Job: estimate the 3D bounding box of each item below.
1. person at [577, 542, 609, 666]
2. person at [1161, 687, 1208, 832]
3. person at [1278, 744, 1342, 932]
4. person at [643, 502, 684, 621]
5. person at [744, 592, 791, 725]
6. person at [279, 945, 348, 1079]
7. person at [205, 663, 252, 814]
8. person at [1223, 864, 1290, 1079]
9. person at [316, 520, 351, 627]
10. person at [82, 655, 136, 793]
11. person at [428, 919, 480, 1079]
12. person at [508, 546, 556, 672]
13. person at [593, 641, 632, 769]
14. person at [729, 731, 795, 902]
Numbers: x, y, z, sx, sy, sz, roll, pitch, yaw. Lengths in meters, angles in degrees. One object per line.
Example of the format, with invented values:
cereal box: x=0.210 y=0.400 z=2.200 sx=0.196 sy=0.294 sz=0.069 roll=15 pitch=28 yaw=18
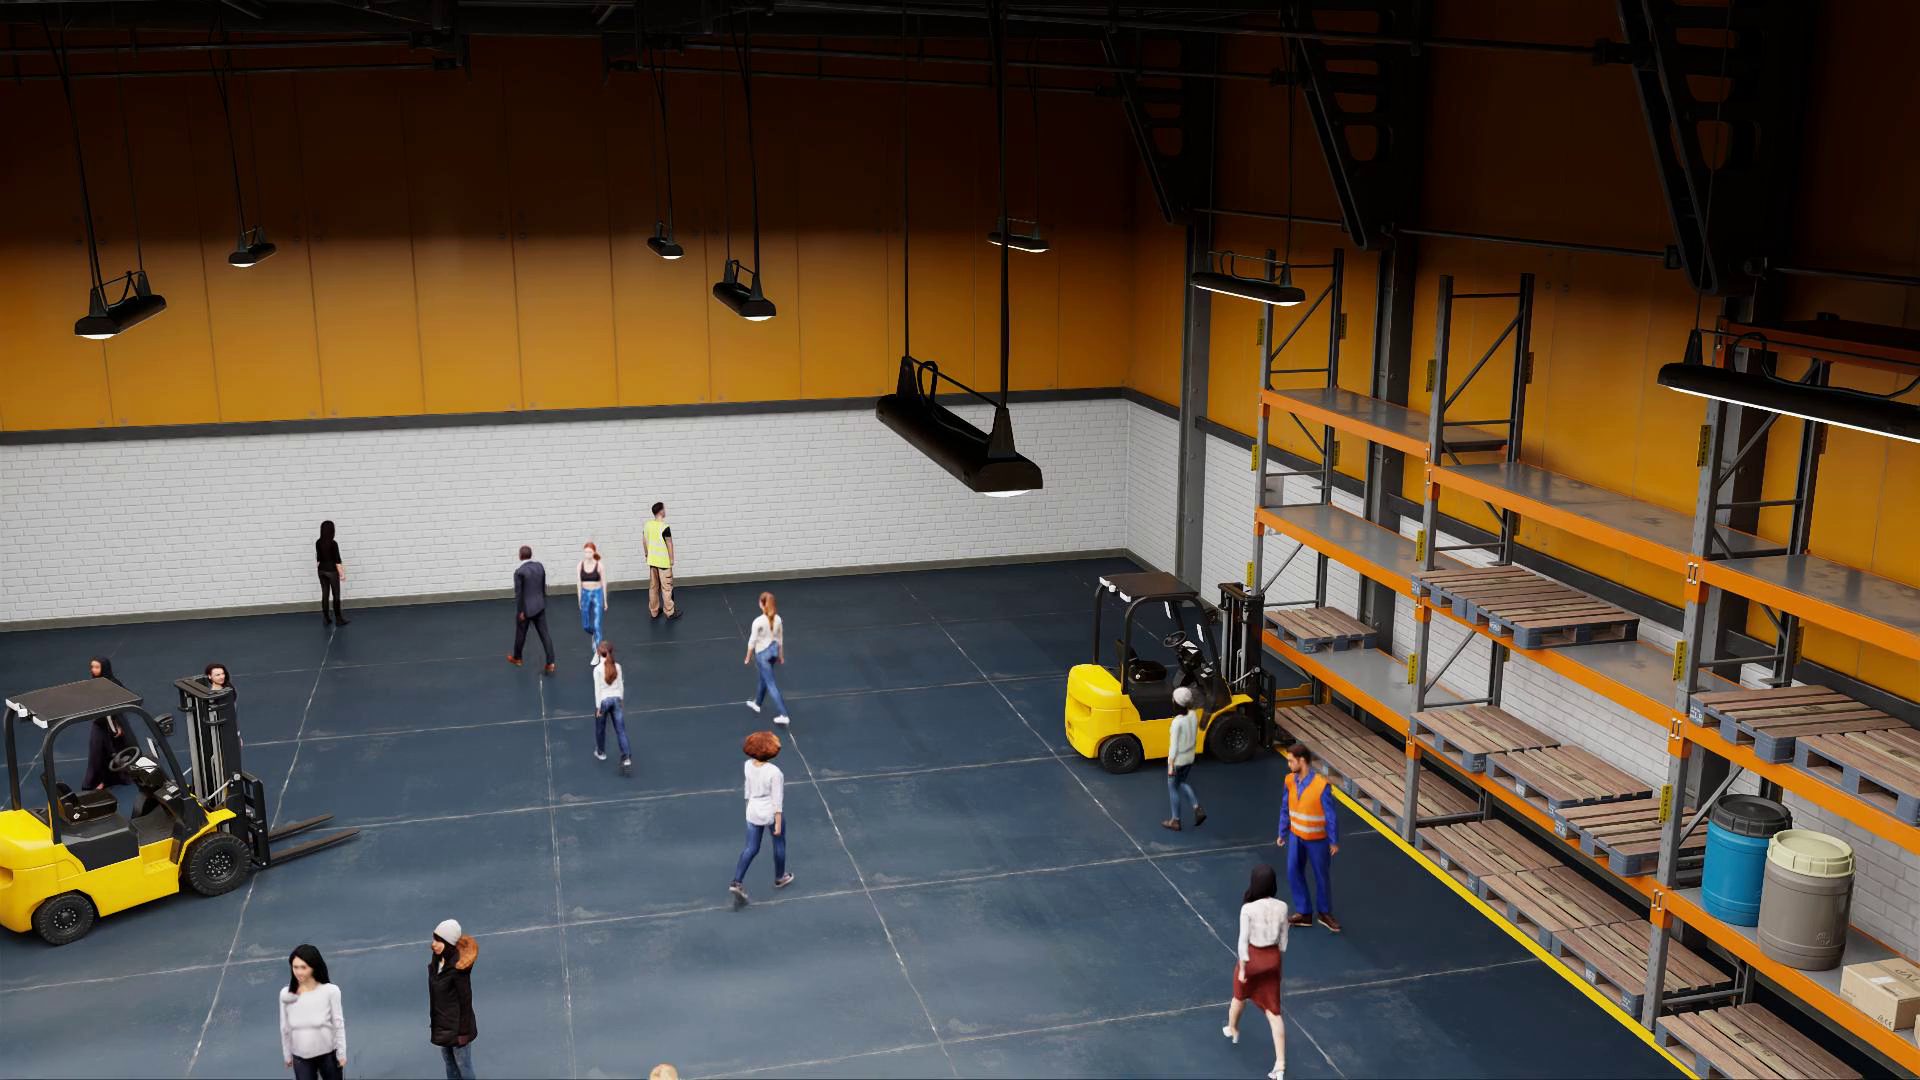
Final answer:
person: x=-5.220 y=0.875 z=23.720 sx=0.721 sy=1.777 sz=0.913 roll=0 pitch=14 yaw=1
person: x=2.449 y=2.371 z=17.837 sx=0.890 sy=1.637 sz=0.787 roll=12 pitch=18 yaw=41
person: x=3.314 y=2.809 z=15.637 sx=0.852 sy=1.821 sz=0.954 roll=7 pitch=15 yaw=27
person: x=-4.656 y=0.316 z=25.885 sx=0.853 sy=1.845 sz=0.910 roll=7 pitch=15 yaw=27
person: x=-2.403 y=1.543 z=21.182 sx=1.205 sy=1.673 sz=1.047 roll=11 pitch=17 yaw=38
person: x=-4.678 y=3.717 z=12.177 sx=0.702 sy=1.686 sz=0.946 roll=-1 pitch=14 yaw=-5
person: x=-8.104 y=2.199 z=18.270 sx=0.750 sy=1.768 sz=0.657 roll=5 pitch=15 yaw=21
person: x=2.431 y=3.465 z=13.193 sx=0.616 sy=1.697 sz=1.102 roll=-4 pitch=14 yaw=-15
person: x=-9.701 y=0.504 z=25.546 sx=0.665 sy=1.638 sz=0.677 roll=3 pitch=14 yaw=12
person: x=-9.729 y=2.076 z=19.126 sx=0.862 sy=1.605 sz=1.162 roll=1 pitch=14 yaw=4
person: x=-3.844 y=3.639 z=12.608 sx=0.727 sy=1.634 sz=0.807 roll=11 pitch=17 yaw=38
person: x=-5.922 y=1.001 z=23.208 sx=1.318 sy=1.772 sz=1.122 roll=13 pitch=19 yaw=42
person: x=-4.121 y=1.983 z=19.689 sx=0.742 sy=1.519 sz=1.137 roll=-8 pitch=16 yaw=-28
person: x=-1.984 y=2.714 z=16.318 sx=1.081 sy=1.686 sz=1.138 roll=8 pitch=16 yaw=29
